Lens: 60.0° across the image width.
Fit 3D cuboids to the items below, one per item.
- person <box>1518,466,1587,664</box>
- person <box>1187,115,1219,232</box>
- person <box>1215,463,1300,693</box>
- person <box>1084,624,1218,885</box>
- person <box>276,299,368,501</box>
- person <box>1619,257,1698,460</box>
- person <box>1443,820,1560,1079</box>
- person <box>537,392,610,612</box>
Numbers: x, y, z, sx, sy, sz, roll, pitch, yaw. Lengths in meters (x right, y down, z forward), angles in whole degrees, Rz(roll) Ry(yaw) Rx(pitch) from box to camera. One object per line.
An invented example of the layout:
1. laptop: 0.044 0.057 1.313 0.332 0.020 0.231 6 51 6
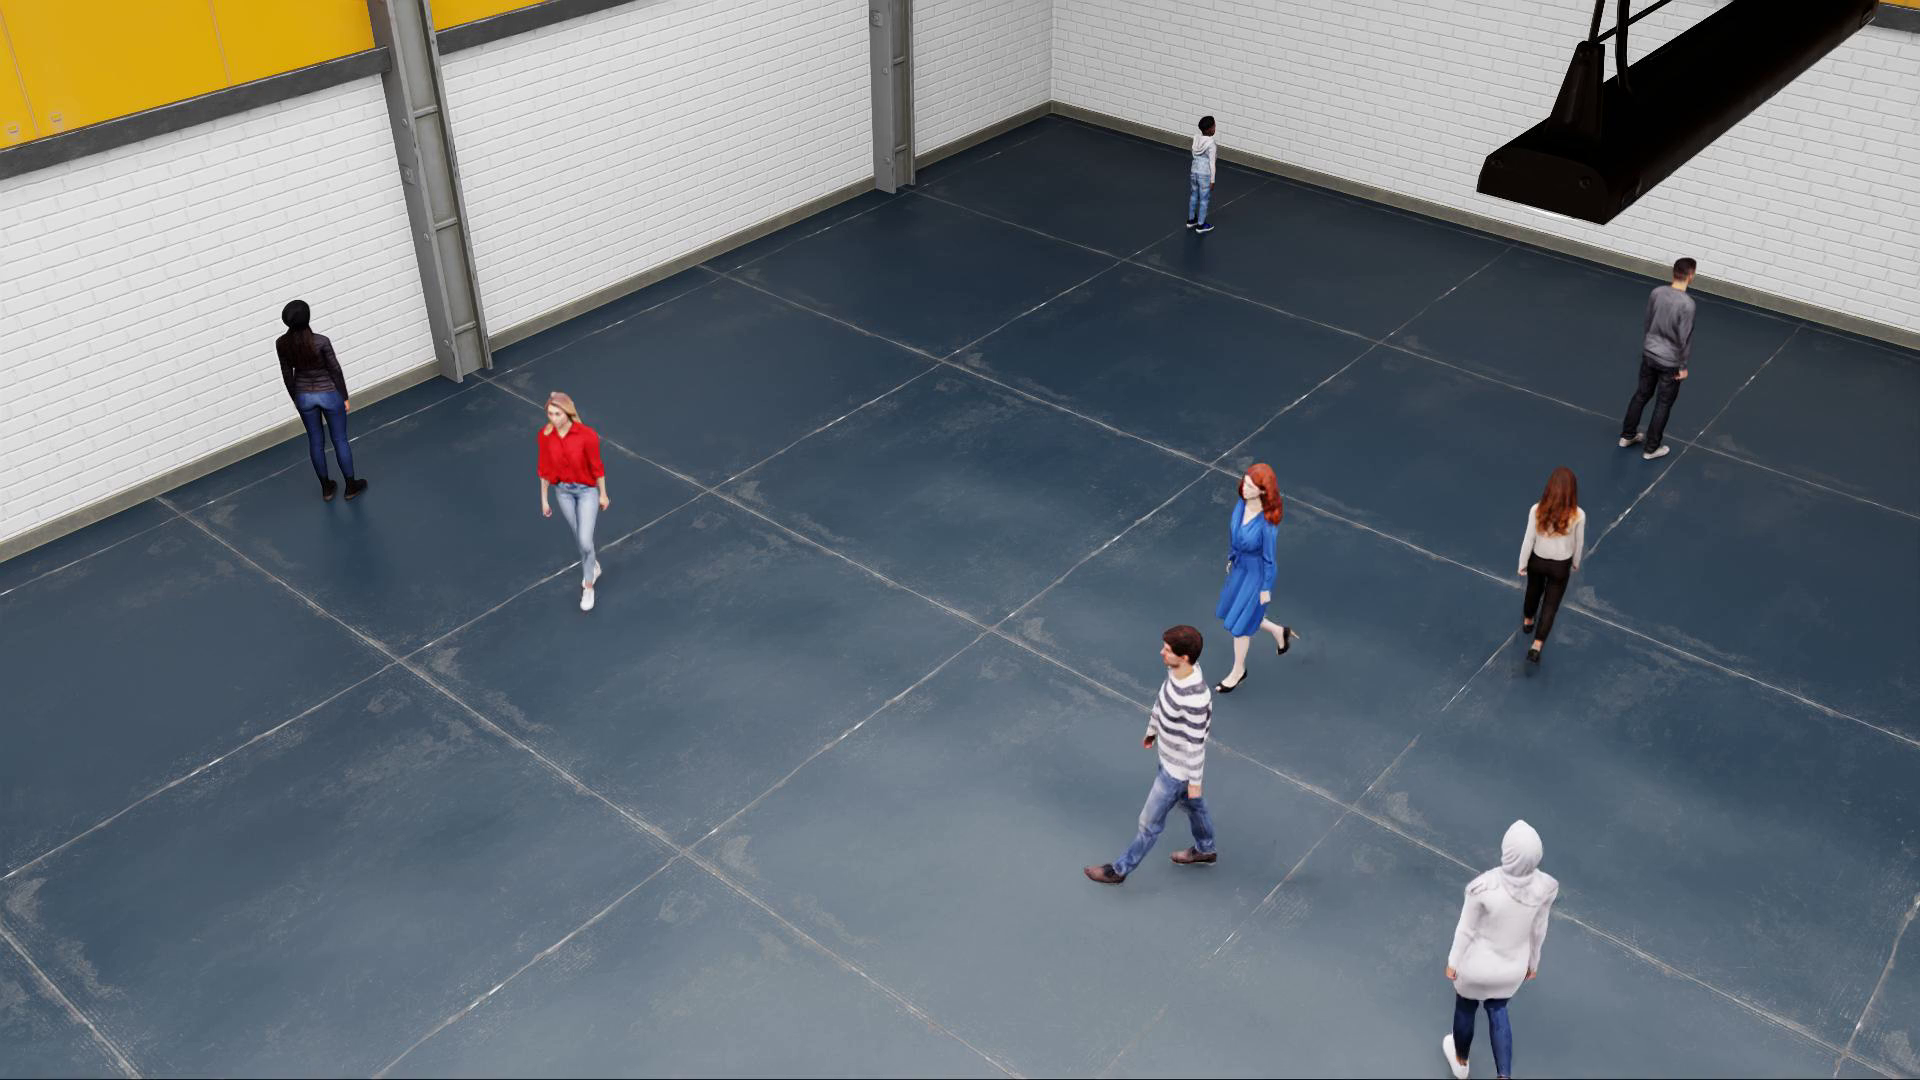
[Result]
1. person: 4.099 0.194 11.542 0.679 1.463 0.984 15 37 22
2. person: 2.620 -3.981 18.008 0.543 1.258 0.513 -22 40 -30
3. person: 2.019 0.252 11.139 0.991 1.813 0.878 -10 35 -14
4. person: 1.360 1.259 9.624 1.143 1.814 1.105 -2 34 -3
5. person: -5.111 -1.114 13.253 0.712 1.746 0.761 -1 34 -1
6. person: 5.836 -1.520 13.854 0.688 1.758 0.702 -16 37 -22
7. person: 2.676 2.174 8.292 0.924 1.762 0.992 -2 34 -3
8. person: -2.787 -0.376 12.199 0.864 1.684 0.958 4 34 6
